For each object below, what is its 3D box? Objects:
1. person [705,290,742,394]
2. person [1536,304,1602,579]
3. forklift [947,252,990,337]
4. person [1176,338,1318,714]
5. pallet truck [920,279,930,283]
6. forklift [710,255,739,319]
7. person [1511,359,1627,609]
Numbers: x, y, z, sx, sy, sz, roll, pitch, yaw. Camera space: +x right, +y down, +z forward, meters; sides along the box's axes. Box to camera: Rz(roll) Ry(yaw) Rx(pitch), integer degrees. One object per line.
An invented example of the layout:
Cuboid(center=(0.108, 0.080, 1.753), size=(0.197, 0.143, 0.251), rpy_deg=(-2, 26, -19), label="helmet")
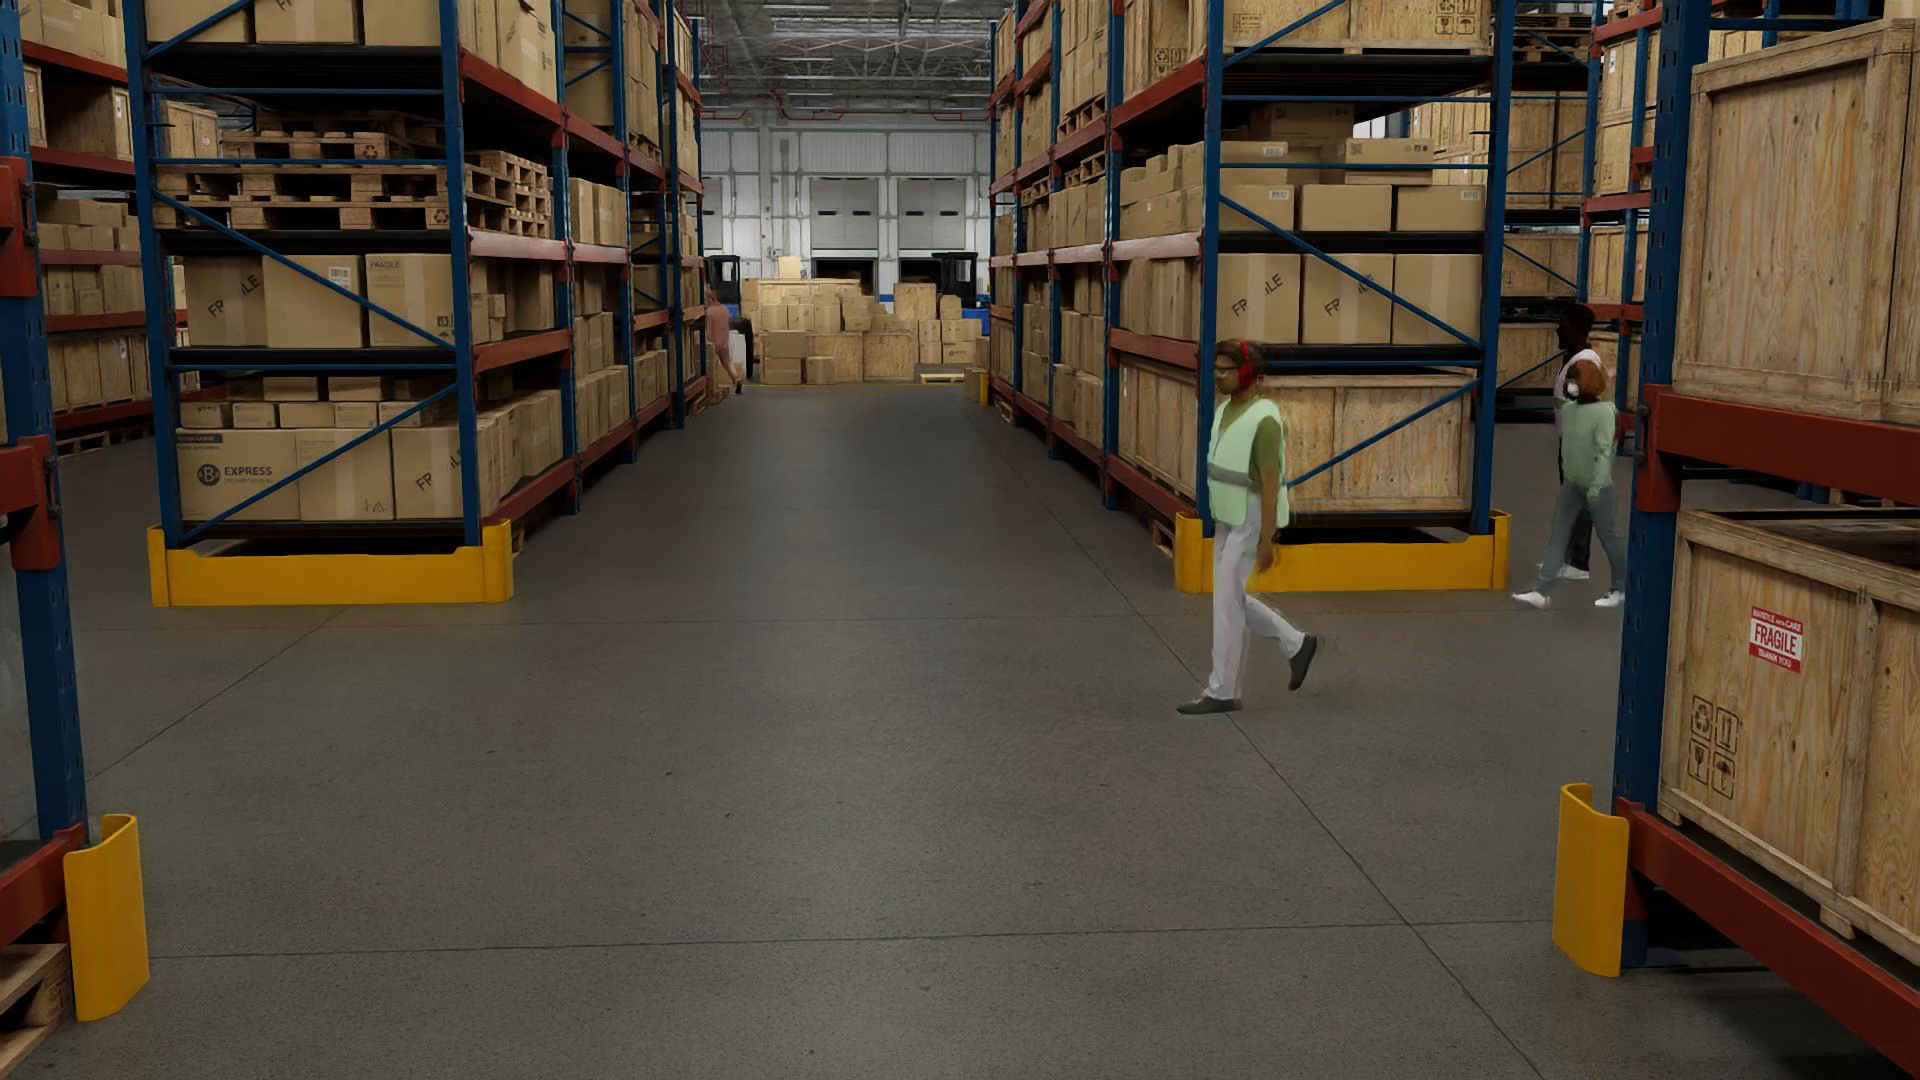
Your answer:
Cuboid(center=(-4.302, -3.516, 29.677), size=(0.841, 1.878, 0.673), rpy_deg=(7, 11, 38), label="person")
Cuboid(center=(4.307, -0.684, 11.631), size=(0.390, 1.920, 0.587), rpy_deg=(2, 9, 13), label="person")
Cuboid(center=(0.093, -7.478, 51.288), size=(1.129, 2.768, 1.873), rpy_deg=(-5, 11, -30), label="forklift")
Cuboid(center=(1.421, -0.066, 8.068), size=(0.718, 1.826, 0.569), rpy_deg=(-2, 9, -14), label="person")
Cuboid(center=(-0.932, -8.922, 63.114), size=(1.885, 1.965, 0.823), rpy_deg=(2, 9, 13), label="pallet truck")
Cuboid(center=(-8.368, -8.713, 59.038), size=(1.129, 2.768, 1.873), rpy_deg=(-1, 9, -4), label="forklift")
Cuboid(center=(3.927, -0.342, 10.484), size=(0.843, 1.589, 0.520), rpy_deg=(-3, 10, -20), label="person")
